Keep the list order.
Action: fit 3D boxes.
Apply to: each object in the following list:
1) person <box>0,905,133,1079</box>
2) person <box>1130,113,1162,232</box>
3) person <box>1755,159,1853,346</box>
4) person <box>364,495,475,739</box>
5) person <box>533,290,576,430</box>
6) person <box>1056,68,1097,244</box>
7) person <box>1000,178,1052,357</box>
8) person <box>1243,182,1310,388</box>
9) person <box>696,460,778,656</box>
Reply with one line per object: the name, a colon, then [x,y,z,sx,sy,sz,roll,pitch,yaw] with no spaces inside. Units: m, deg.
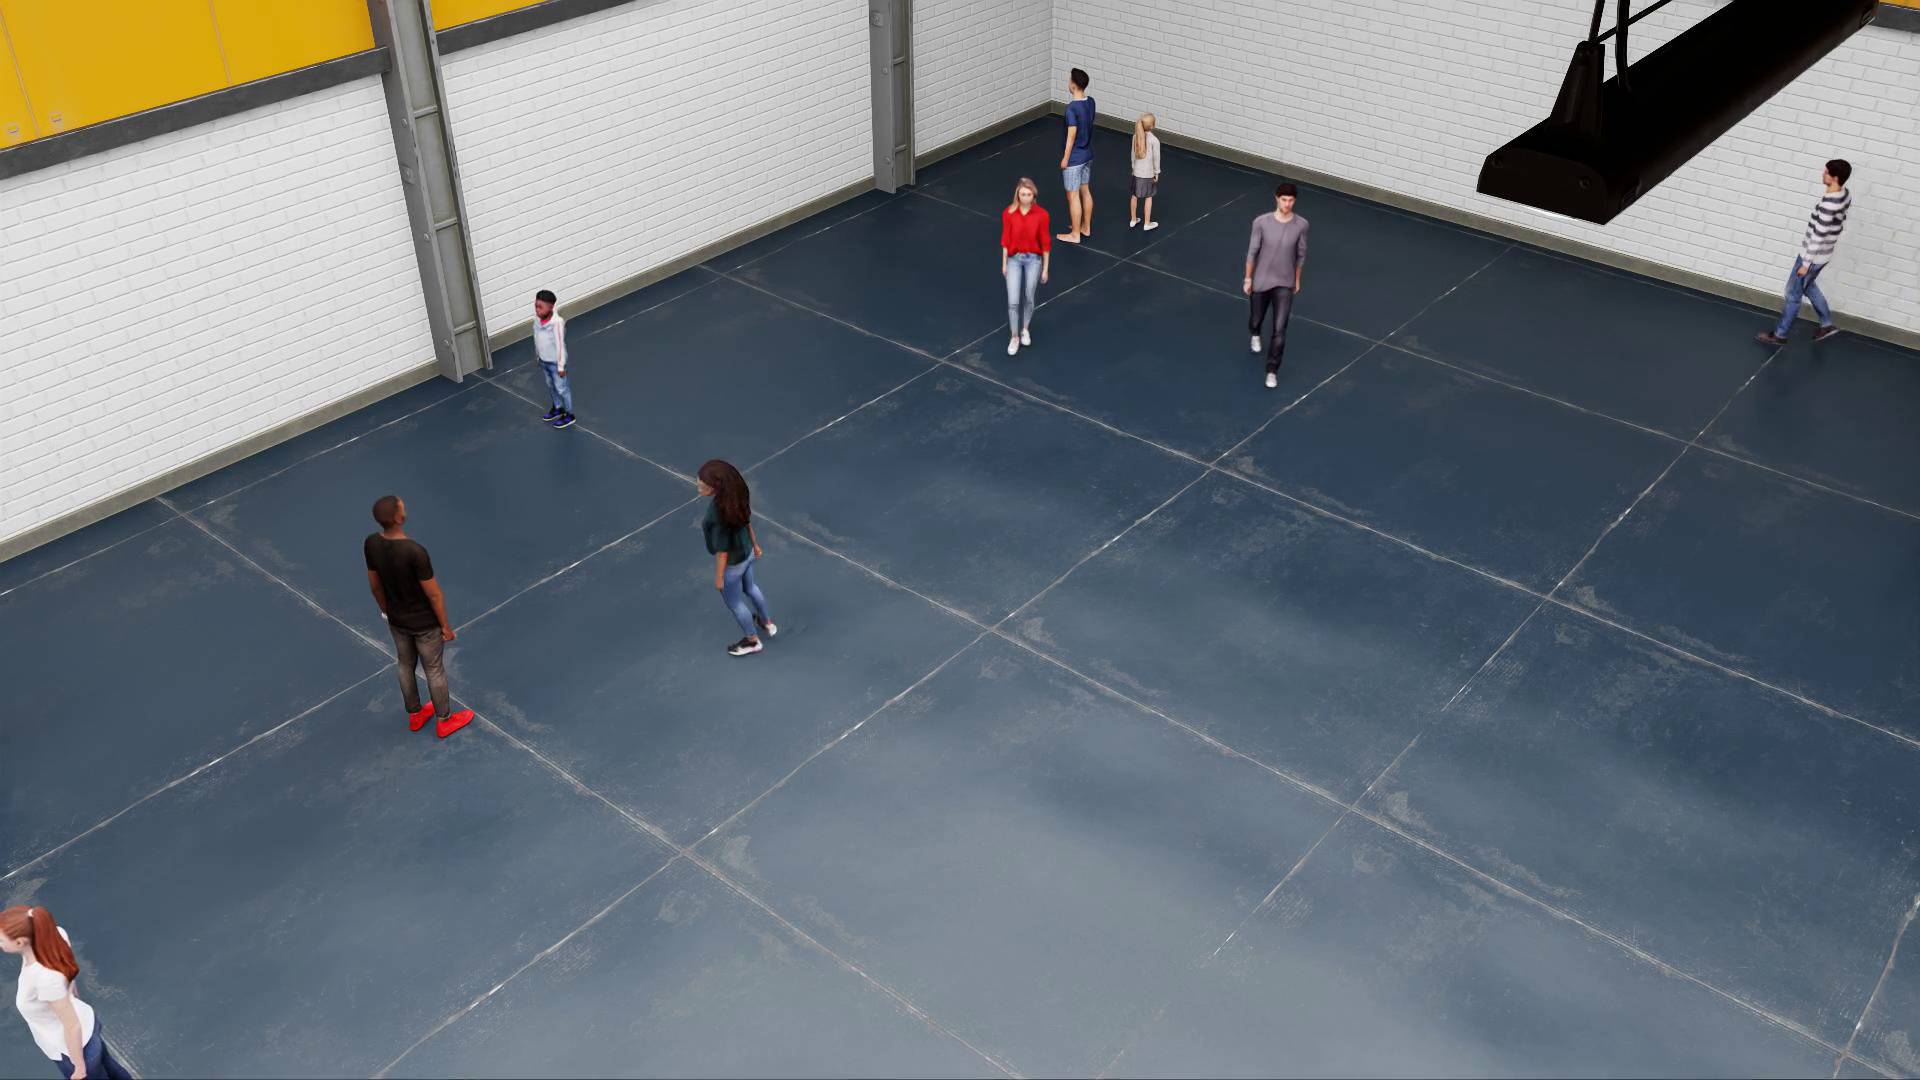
person: [-4.235,2.386,7.995,0.656,1.738,0.642,-13,36,-19]
person: [2.000,-4.005,18.029,0.506,1.275,0.514,23,40,31]
person: [8.031,-2.649,15.476,0.740,1.842,0.809,26,42,33]
person: [-3.554,0.493,10.783,0.716,1.805,0.651,12,35,17]
person: [-3.525,-1.603,14.428,0.479,1.262,0.497,26,41,33]
person: [1.251,-4.067,17.605,0.671,1.847,0.485,23,40,30]
person: [0.611,-2.613,15.561,0.833,1.688,0.903,1,34,2]
person: [2.831,-2.372,15.076,1.044,1.825,1.213,4,34,6]
person: [-1.522,0.117,11.543,0.895,1.590,0.762,14,36,20]
